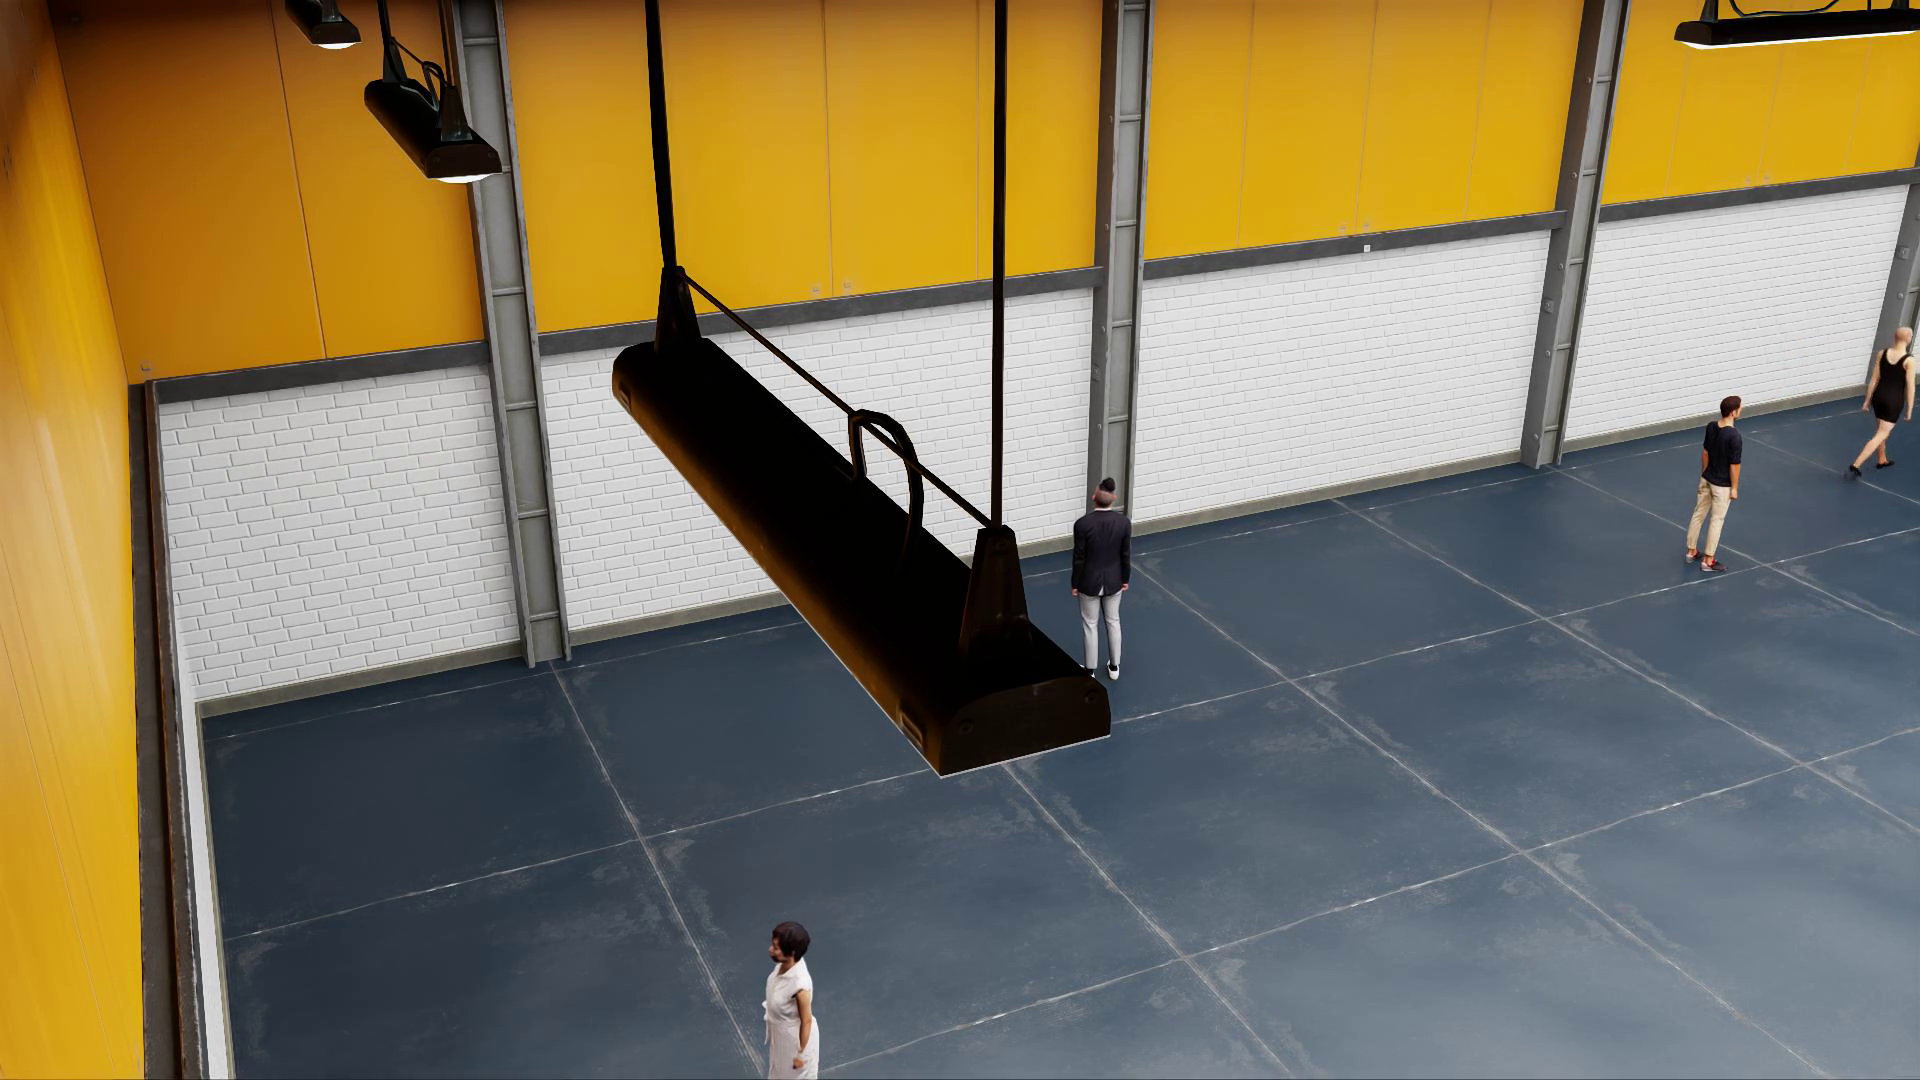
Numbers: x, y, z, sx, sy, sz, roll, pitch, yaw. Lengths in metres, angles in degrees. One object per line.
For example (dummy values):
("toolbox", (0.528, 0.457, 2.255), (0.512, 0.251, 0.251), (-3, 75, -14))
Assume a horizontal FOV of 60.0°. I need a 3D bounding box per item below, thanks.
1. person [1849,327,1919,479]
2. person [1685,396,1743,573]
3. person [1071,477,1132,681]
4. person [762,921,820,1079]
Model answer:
("person", (10.739, -1.570, 19.365), (1.157, 1.778, 0.713), (-12, 26, -25))
("person", (7.752, -0.595, 17.034), (0.547, 1.859, 0.650), (-8, 25, -18))
("person", (1.251, 0.341, 14.779), (0.595, 1.950, 0.816), (-6, 24, -12))
("person", (-0.952, 2.840, 9.554), (0.511, 1.556, 0.551), (-10, 25, -21))
